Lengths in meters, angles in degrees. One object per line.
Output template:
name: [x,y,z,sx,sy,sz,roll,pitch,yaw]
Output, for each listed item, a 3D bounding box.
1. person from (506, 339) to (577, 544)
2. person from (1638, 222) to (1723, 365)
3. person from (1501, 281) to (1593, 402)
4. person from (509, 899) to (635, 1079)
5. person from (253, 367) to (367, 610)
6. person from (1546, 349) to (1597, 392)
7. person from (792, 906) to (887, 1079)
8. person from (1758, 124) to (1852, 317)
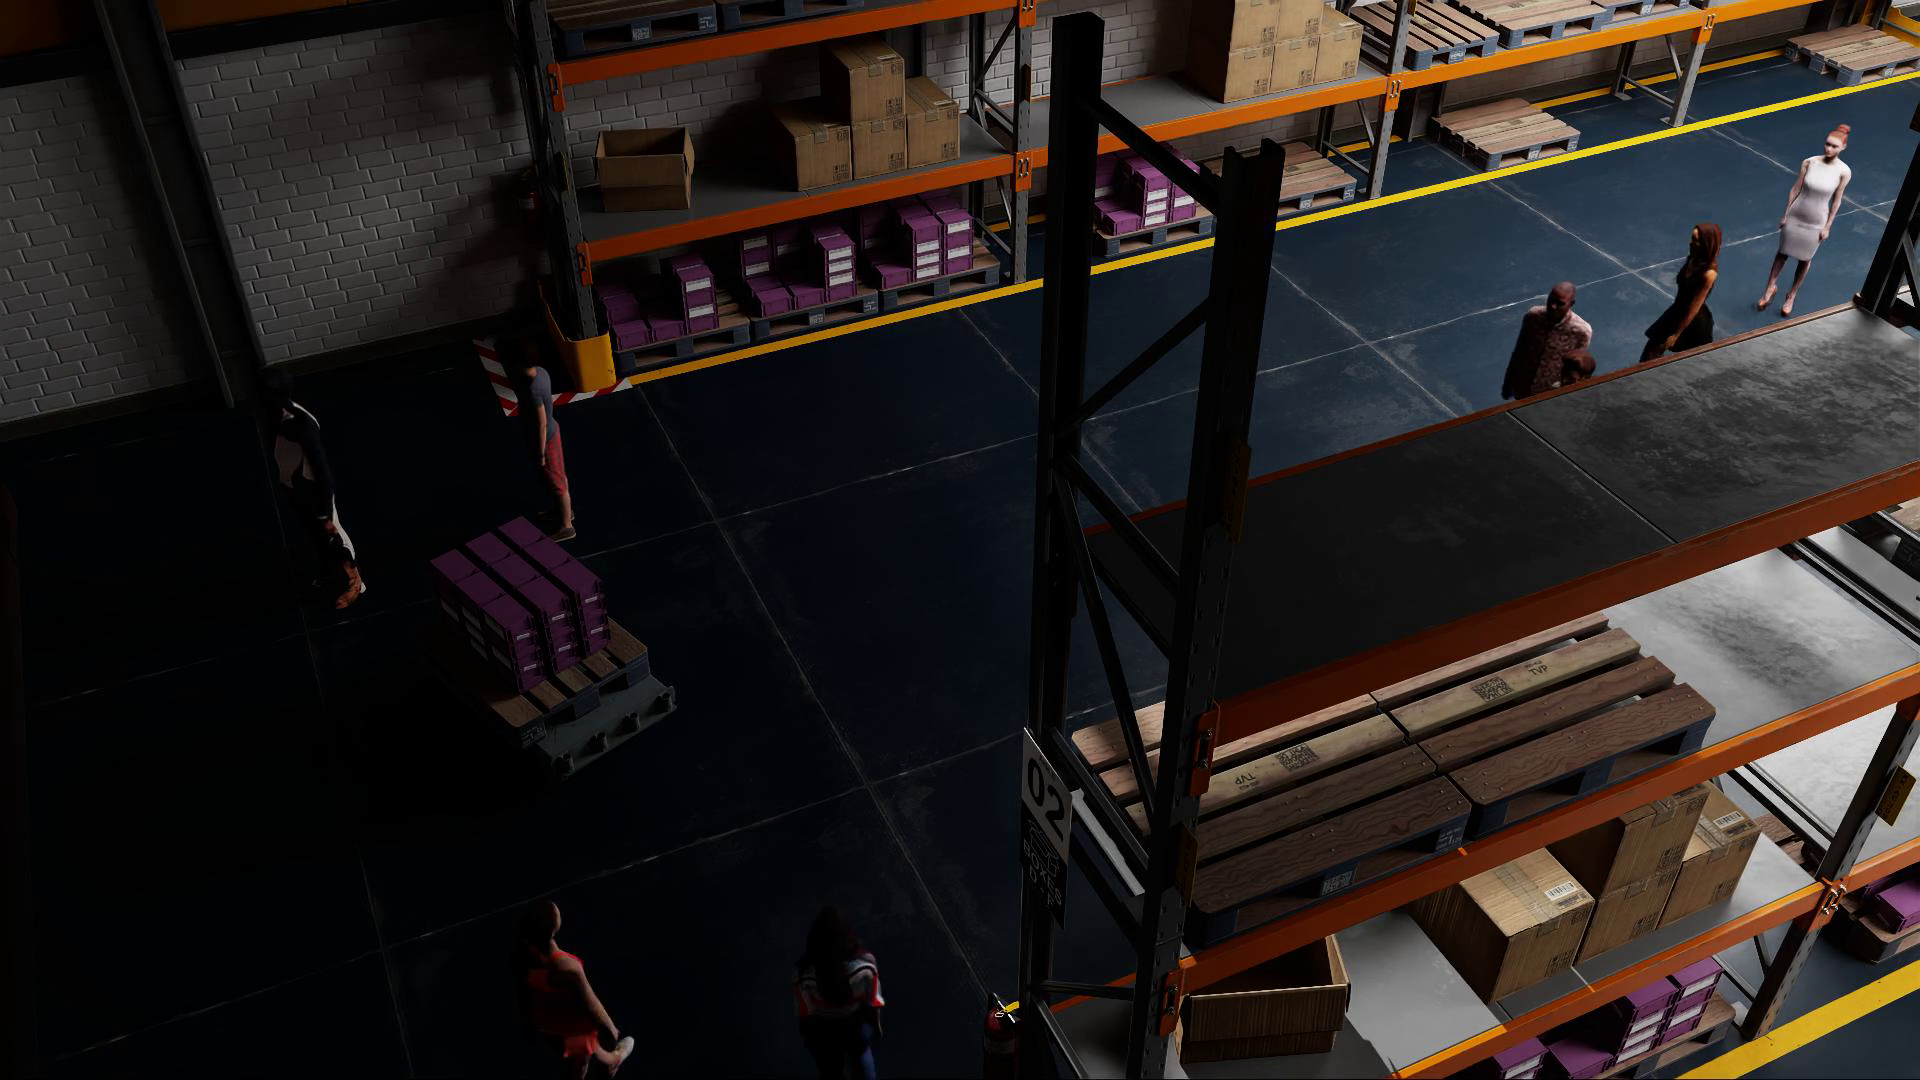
person: [-3.013,-0.733,12.043,0.601,1.650,0.643,-7,39,-8]
person: [5.783,-1.621,13.053,1.196,1.776,0.788,-6,39,-8]
person: [4.397,-1.177,12.482,0.804,1.795,0.826,29,47,31]
person: [-1.952,2.426,8.043,1.102,1.705,1.186,14,41,17]
person: [-4.463,-0.368,11.394,0.775,1.890,0.747,28,46,30]
person: [4.257,-0.542,11.624,0.721,1.873,0.706,-21,43,-24]
person: [-0.581,2.440,8.109,0.655,1.602,0.723,-10,40,-12]
person: [7.379,-2.767,14.476,0.634,1.791,0.626,27,46,30]
